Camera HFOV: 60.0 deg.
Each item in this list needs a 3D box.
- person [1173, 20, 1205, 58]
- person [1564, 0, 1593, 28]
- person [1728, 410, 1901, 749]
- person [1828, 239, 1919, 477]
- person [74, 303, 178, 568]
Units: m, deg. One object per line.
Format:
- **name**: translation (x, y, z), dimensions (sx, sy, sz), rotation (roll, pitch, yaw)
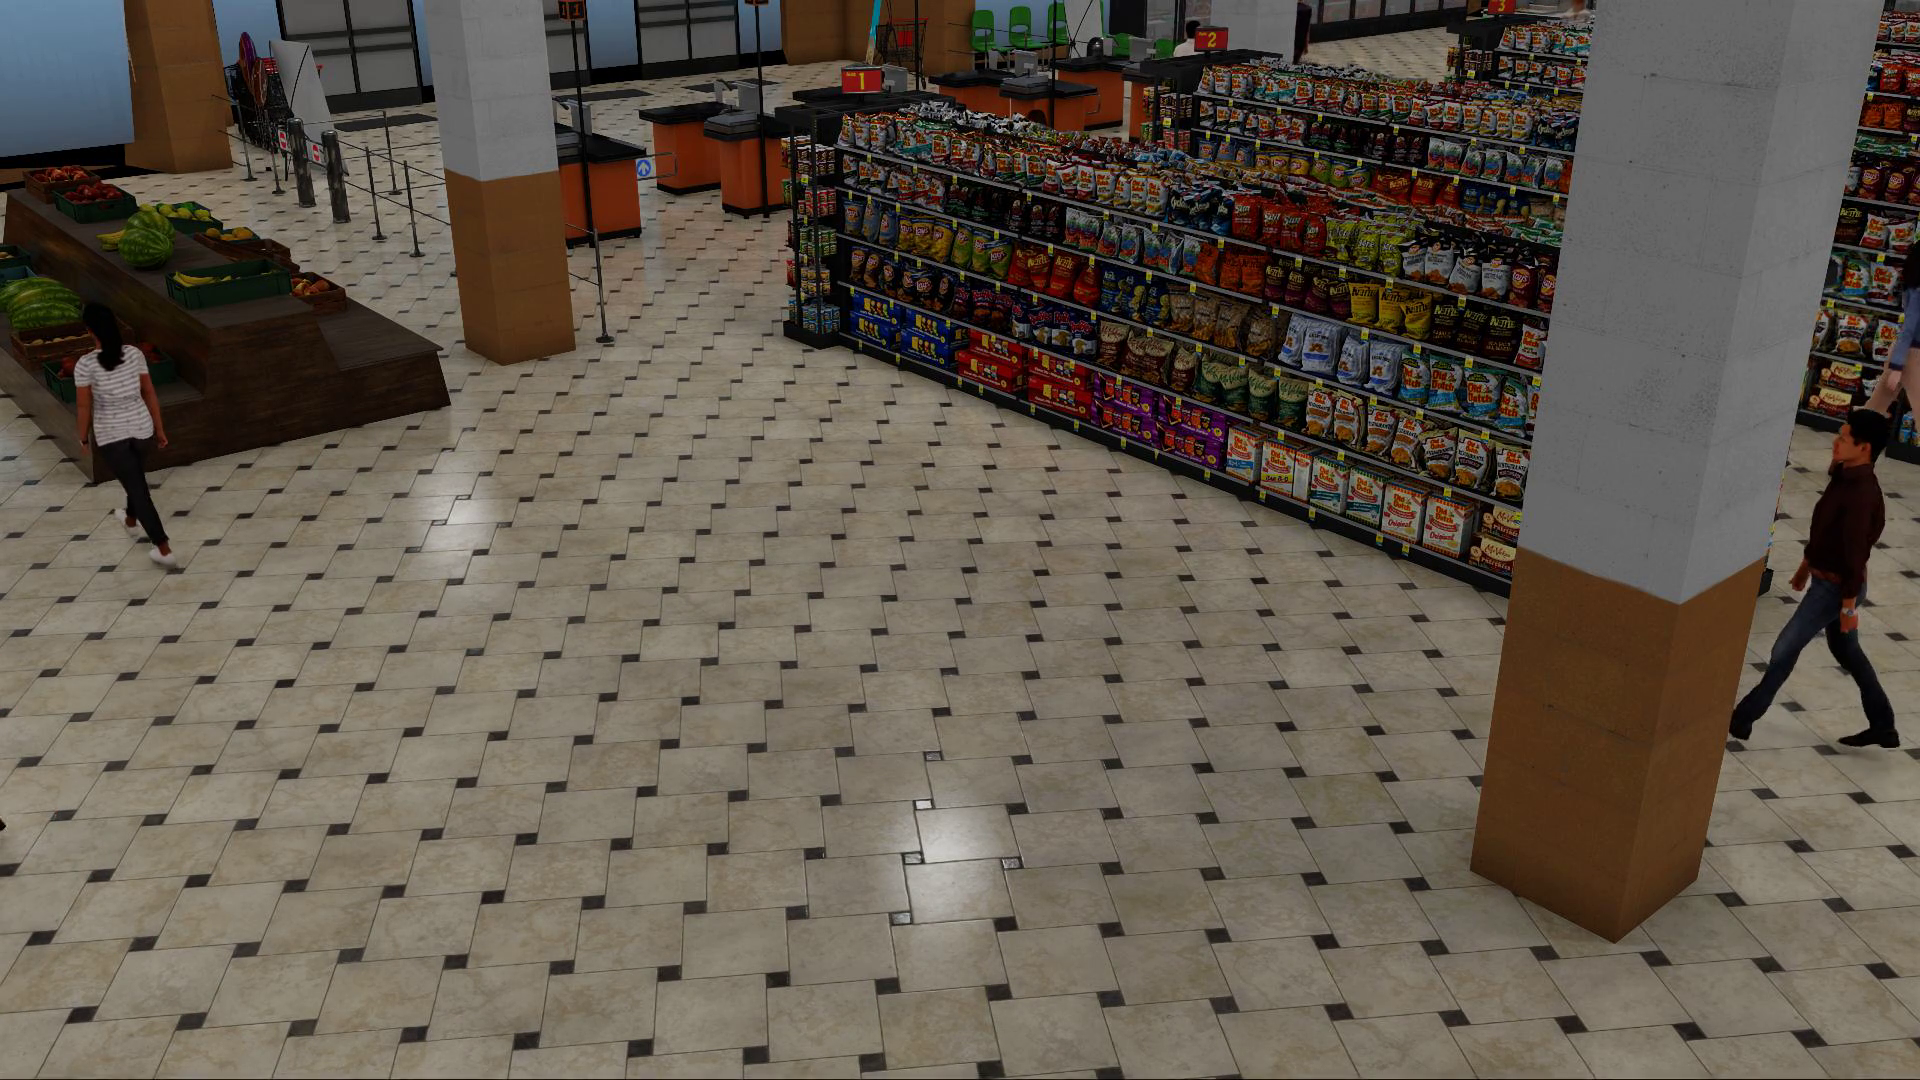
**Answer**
- **person**: translation (3.013, -5.901, 21.895), dimensions (0.558, 1.811, 0.758), rotation (17, 29, 34)
- **person**: translation (9.837, -7.911, 26.602), dimensions (0.681, 1.719, 0.464), rotation (-21, 31, -39)
- **person**: translation (4.263, 0.259, 7.914), dimensions (1.266, 1.734, 1.031), rotation (9, 25, 20)
- **person**: translation (6.256, -1.174, 11.189), dimensions (1.195, 1.734, 0.899), rotation (12, 27, 26)
- **person**: translation (-4.980, -0.593, 10.017), dimensions (1.077, 1.608, 0.744), rotation (17, 29, 34)
